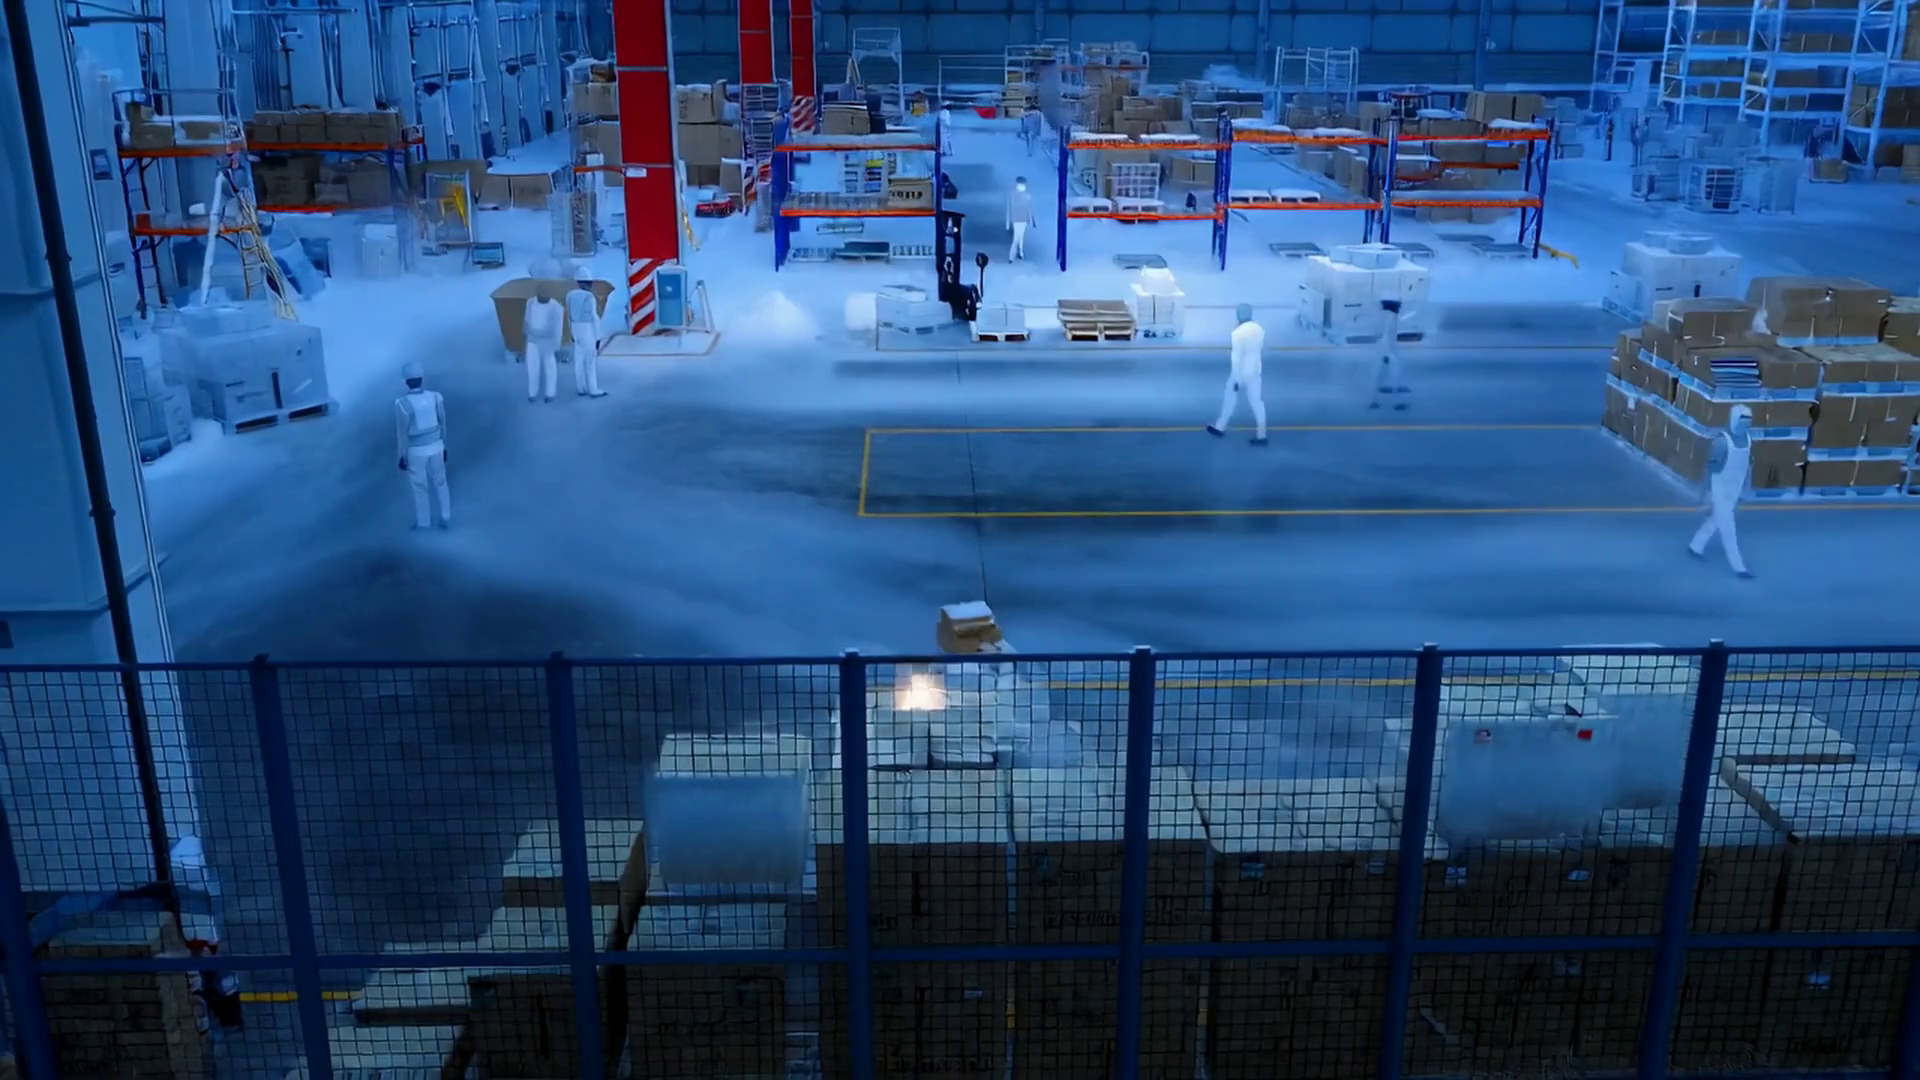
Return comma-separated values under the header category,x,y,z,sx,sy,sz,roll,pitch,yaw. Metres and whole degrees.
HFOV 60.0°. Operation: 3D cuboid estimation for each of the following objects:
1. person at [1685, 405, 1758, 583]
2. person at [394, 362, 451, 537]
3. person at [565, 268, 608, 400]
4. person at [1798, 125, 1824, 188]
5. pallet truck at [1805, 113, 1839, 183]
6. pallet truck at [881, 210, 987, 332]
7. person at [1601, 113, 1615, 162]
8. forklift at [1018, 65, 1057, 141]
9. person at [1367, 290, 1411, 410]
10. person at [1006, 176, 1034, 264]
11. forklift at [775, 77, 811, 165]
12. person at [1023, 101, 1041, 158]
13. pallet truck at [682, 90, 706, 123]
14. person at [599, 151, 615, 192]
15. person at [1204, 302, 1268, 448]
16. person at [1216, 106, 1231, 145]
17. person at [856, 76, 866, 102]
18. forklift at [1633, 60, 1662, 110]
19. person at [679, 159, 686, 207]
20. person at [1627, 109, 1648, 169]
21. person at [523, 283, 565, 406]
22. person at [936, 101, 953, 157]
category,x,y,z,sx,sy,sz,roll,pitch,yaw
person,7.910,-0.514,17.074,0.527,1.794,0.955,-8,20,-23
person,-5.899,-0.996,18.263,0.387,1.949,0.602,15,23,37
person,-5.467,-3.011,24.284,0.585,1.920,0.374,12,22,31
person,25.211,-11.377,49.288,0.620,1.819,0.804,-4,19,-11
pallet truck,26.403,-11.957,50.702,0.823,1.965,1.885,6,19,16
pallet truck,-0.493,-4.759,29.349,1.885,1.965,0.823,-13,23,-34
person,21.818,-13.533,55.946,0.315,1.629,0.509,0,19,1
forklift,3.207,-16.537,62.930,1.873,2.768,1.129,-3,19,-8
person,6.171,-2.688,23.615,0.711,1.717,0.507,1,19,3
person,1.259,-6.934,36.019,0.577,1.871,1.000,13,23,34
forklift,-5.920,-13.893,55.085,1.873,2.768,1.129,-1,19,-1
person,2.485,-14.209,57.526,0.641,1.909,0.855,1,19,4
pallet truck,-9.671,-15.907,62.421,0.823,1.965,1.885,5,19,15
person,-10.125,-10.919,48.098,0.555,1.680,0.427,3,19,9
person,3.724,-2.194,21.922,0.651,1.878,1.032,-14,23,-37
person,9.436,-14.713,59.501,0.539,1.586,0.879,7,20,21
person,-4.247,-19.092,71.986,0.445,1.926,0.634,-7,20,-20
forklift,27.085,-17.638,66.194,1.873,2.768,1.129,-1,19,-2
person,-7.170,-8.909,41.779,0.573,1.915,0.417,-6,19,-17
person,22.060,-13.040,54.059,0.399,1.908,0.606,-7,20,-21
person,-5.992,-2.806,23.871,0.697,1.794,0.635,3,19,10
person,-0.548,-14.253,57.718,0.565,1.868,0.922,2,19,6
